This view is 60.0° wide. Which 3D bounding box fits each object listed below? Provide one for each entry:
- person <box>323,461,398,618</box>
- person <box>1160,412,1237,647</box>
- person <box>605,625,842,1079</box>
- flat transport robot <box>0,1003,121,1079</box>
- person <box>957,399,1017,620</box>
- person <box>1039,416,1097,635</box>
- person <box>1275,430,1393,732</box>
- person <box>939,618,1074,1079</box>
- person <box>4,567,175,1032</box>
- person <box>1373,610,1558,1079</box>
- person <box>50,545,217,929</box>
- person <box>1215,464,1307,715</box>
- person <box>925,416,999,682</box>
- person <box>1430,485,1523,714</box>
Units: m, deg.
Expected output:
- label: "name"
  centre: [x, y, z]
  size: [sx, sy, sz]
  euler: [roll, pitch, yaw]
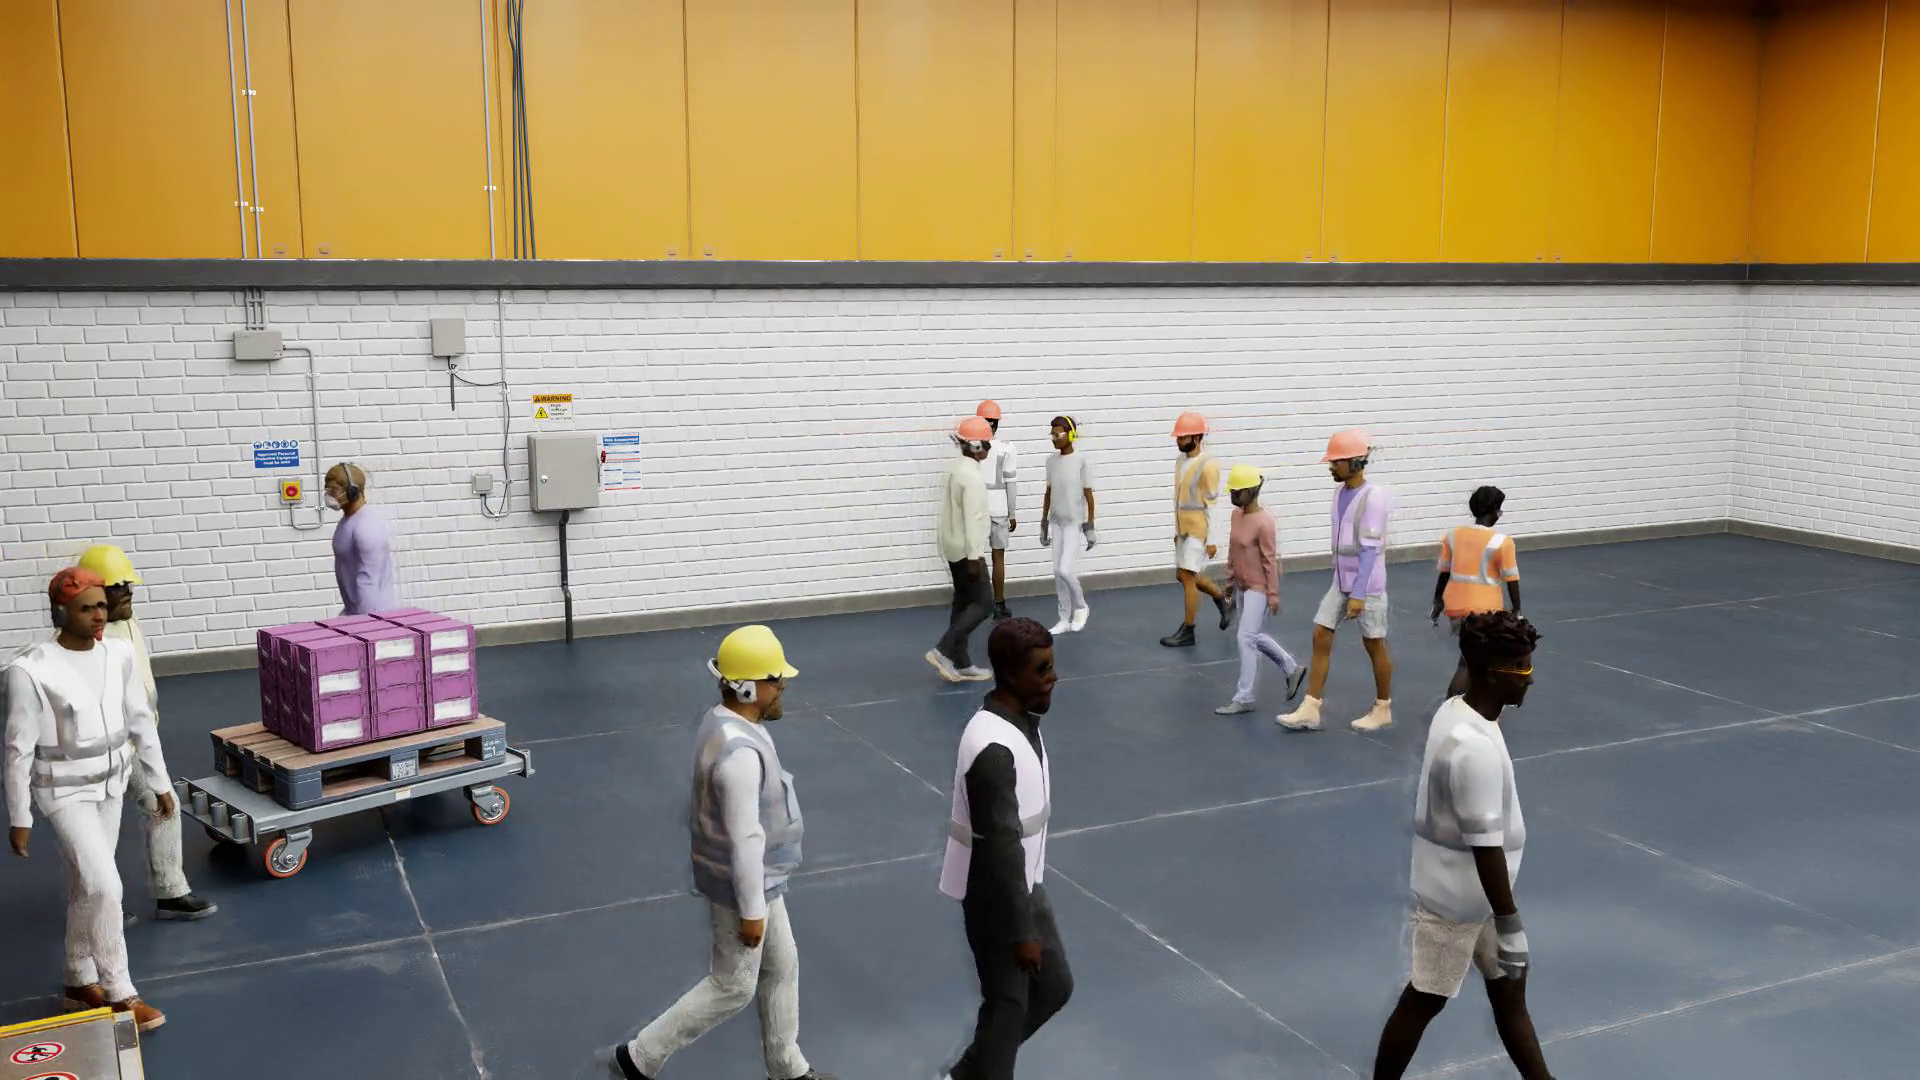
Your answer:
- label: "person"
  centre: [-3.601, 0.481, 9.969]
  size: [0.440, 1.919, 0.649]
  euler: [-5, 10, -28]
- label: "person"
  centre: [1.982, -0.095, 13.511]
  size: [0.698, 1.920, 0.569]
  euler: [-3, 10, -21]
- label: "person"
  centre: [-0.853, 1.192, 5.936]
  size: [0.783, 1.807, 0.585]
  euler: [-1, 9, -8]
- label: "flat transport robot"
  centre: [-3.216, 1.971, 5.815]
  size: [0.652, 0.197, 1.431]
  euler: [-5, 10, -29]
- label: "person"
  centre: [0.245, -0.263, 14.556]
  size: [0.545, 1.928, 0.389]
  euler: [3, 10, 19]
- label: "person"
  centre: [0.867, -0.109, 13.860]
  size: [0.551, 1.840, 0.398]
  euler: [9, 13, 44]
- label: "person"
  centre: [2.480, 0.294, 10.842]
  size: [0.939, 1.998, 0.622]
  euler: [-4, 10, -21]
- label: "person"
  centre: [0.167, 1.192, 5.610]
  size: [0.445, 1.899, 0.594]
  euler: [2, 9, 14]
- label: "person"
  centre: [-3.402, 1.039, 6.662]
  size: [0.745, 1.859, 0.613]
  euler: [3, 10, 18]
- label: "person"
  centre: [1.823, 1.183, 5.590]
  size: [0.969, 1.916, 0.635]
  euler: [3, 10, 16]
- label: "person"
  centre: [-3.783, 0.918, 7.588]
  size: [0.749, 1.801, 0.613]
  euler: [1, 9, 5]
- label: "person"
  centre: [2.107, 0.327, 11.460]
  size: [0.704, 1.740, 0.537]
  euler: [-3, 9, -15]
- label: "person"
  centre: [0.057, 0.083, 12.220]
  size: [0.495, 1.981, 0.655]
  euler: [-2, 9, -14]
- label: "person"
  centre: [3.400, 0.466, 10.902]
  size: [0.891, 1.634, 0.579]
  euler: [-6, 11, -34]
